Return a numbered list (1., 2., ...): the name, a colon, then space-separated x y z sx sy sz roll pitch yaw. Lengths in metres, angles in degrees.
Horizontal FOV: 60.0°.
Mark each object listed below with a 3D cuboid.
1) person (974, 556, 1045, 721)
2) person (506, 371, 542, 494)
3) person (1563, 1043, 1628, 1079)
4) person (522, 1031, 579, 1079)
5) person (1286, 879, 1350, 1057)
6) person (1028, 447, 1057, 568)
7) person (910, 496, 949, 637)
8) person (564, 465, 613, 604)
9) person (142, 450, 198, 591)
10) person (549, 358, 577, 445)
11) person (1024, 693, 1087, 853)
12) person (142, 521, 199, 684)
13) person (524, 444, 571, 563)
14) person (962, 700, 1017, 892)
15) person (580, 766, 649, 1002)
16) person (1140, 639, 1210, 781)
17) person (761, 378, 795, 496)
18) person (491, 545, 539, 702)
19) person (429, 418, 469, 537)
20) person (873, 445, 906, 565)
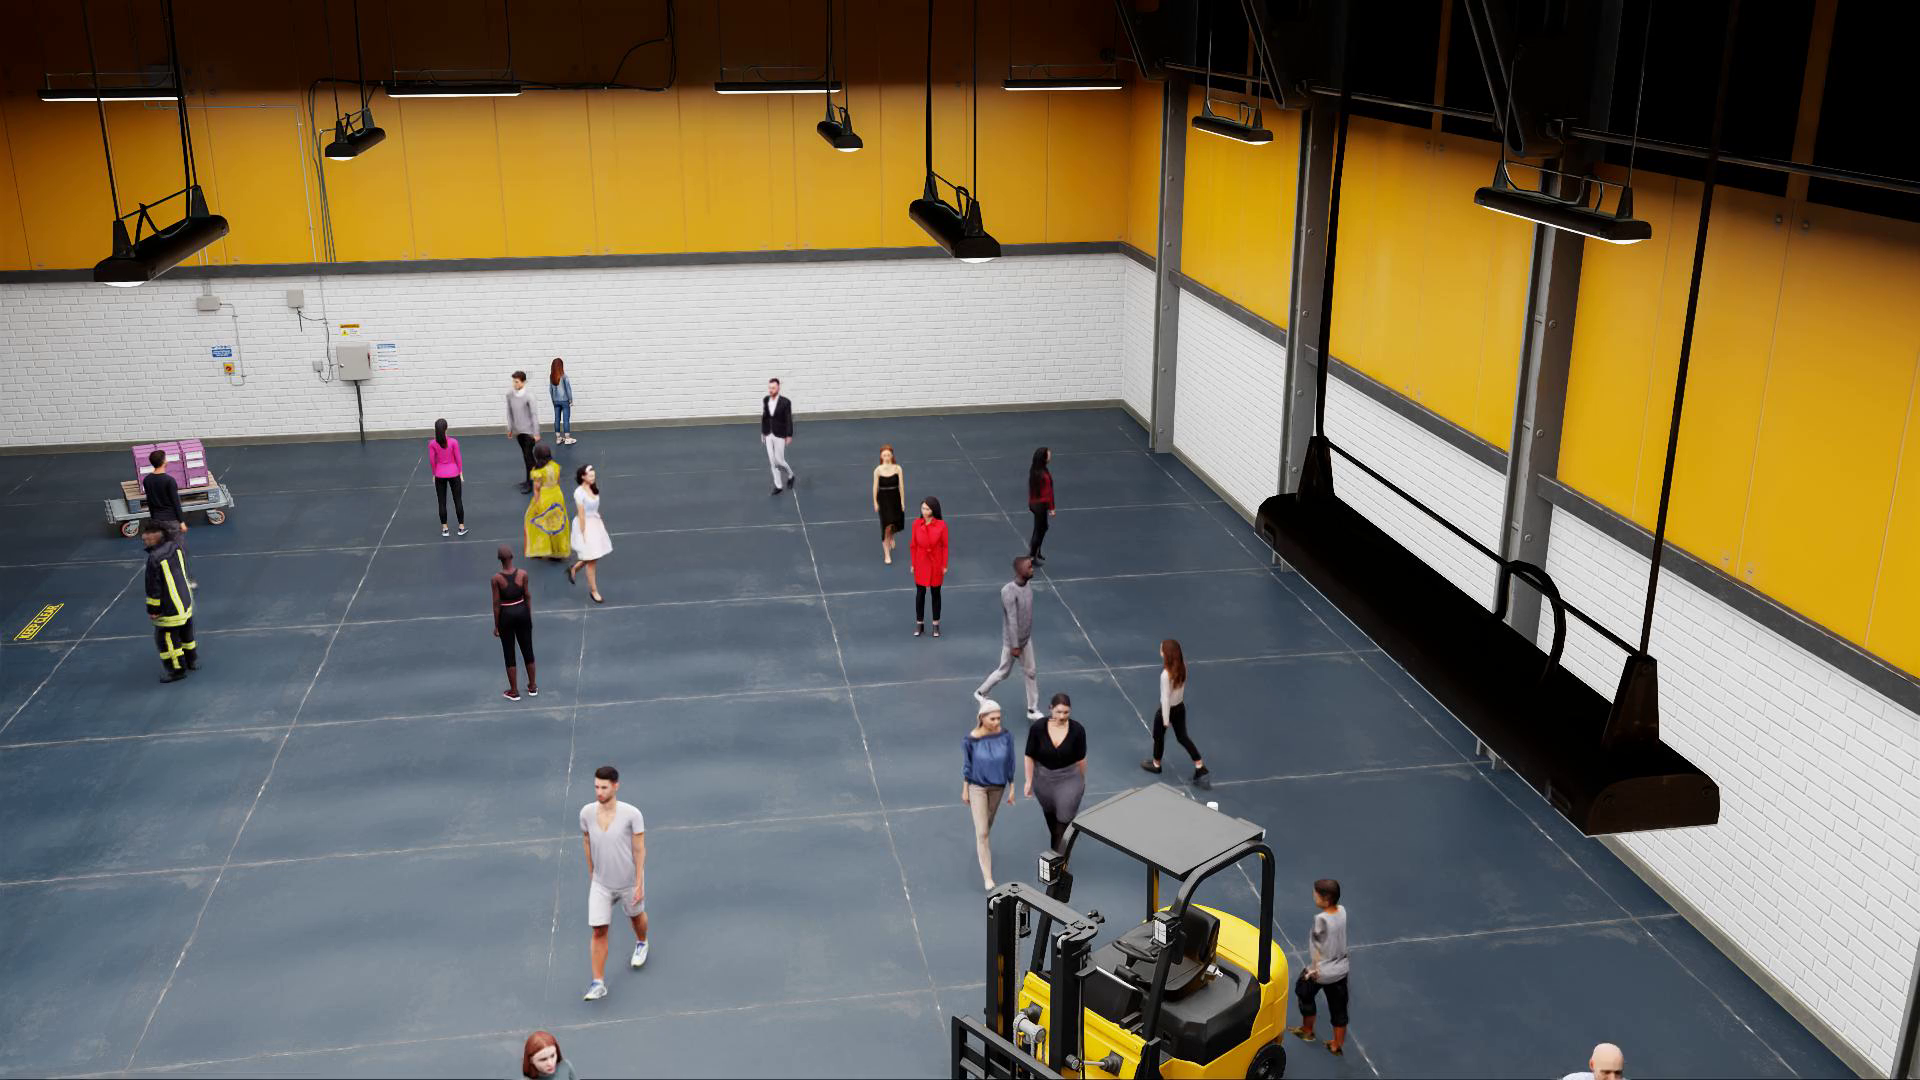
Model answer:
1. person: 0.516 1.044 17.653 1.232 1.801 1.179 13 22 33
2. person: -6.658 -1.694 25.639 1.014 1.894 1.072 15 24 38
3. person: 3.685 3.690 9.822 0.715 1.785 0.712 1 19 3
4. person: -2.476 3.671 10.002 1.175 1.705 1.060 15 24 37
5. person: 2.724 3.099 12.115 0.774 1.441 0.826 -9 21 -25
6. person: 0.987 -0.417 22.236 0.711 1.646 0.601 -8 20 -24
7. person: -0.371 0.308 19.920 0.704 1.749 0.726 4 19 11
8. person: -4.766 -0.077 20.987 1.003 1.798 0.992 8 20 22
9. person: -10.181 -0.236 21.350 0.709 1.867 0.698 5 19 13
10. person: -6.790 -2.369 28.297 0.645 1.476 0.660 7 20 21
11. person: 0.856 2.102 14.655 0.953 1.710 1.179 5 19 15
12. person: -8.894 0.635 18.783 0.962 1.857 0.784 7 20 20
13. person: -5.503 -0.476 22.409 1.001 1.646 0.940 12 22 32
14. person: 0.223 2.165 14.573 0.687 1.642 1.147 -5 19 -14
15. person: -2.637 2.602 13.014 0.909 1.811 1.247 2 19 7
16. person: 2.143 1.681 16.300 0.895 1.458 1.024 -17 25 -42
17. person: -2.756 -1.605 25.480 0.858 1.825 0.919 11 21 29
18. person: -4.876 0.889 18.177 0.659 1.761 0.653 -11 21 -29
19. person: -7.272 -0.900 23.587 0.569 1.698 0.553 -3 19 -9
20. person: -0.967 -0.514 22.587 0.588 1.606 0.809 -4 19 -11
